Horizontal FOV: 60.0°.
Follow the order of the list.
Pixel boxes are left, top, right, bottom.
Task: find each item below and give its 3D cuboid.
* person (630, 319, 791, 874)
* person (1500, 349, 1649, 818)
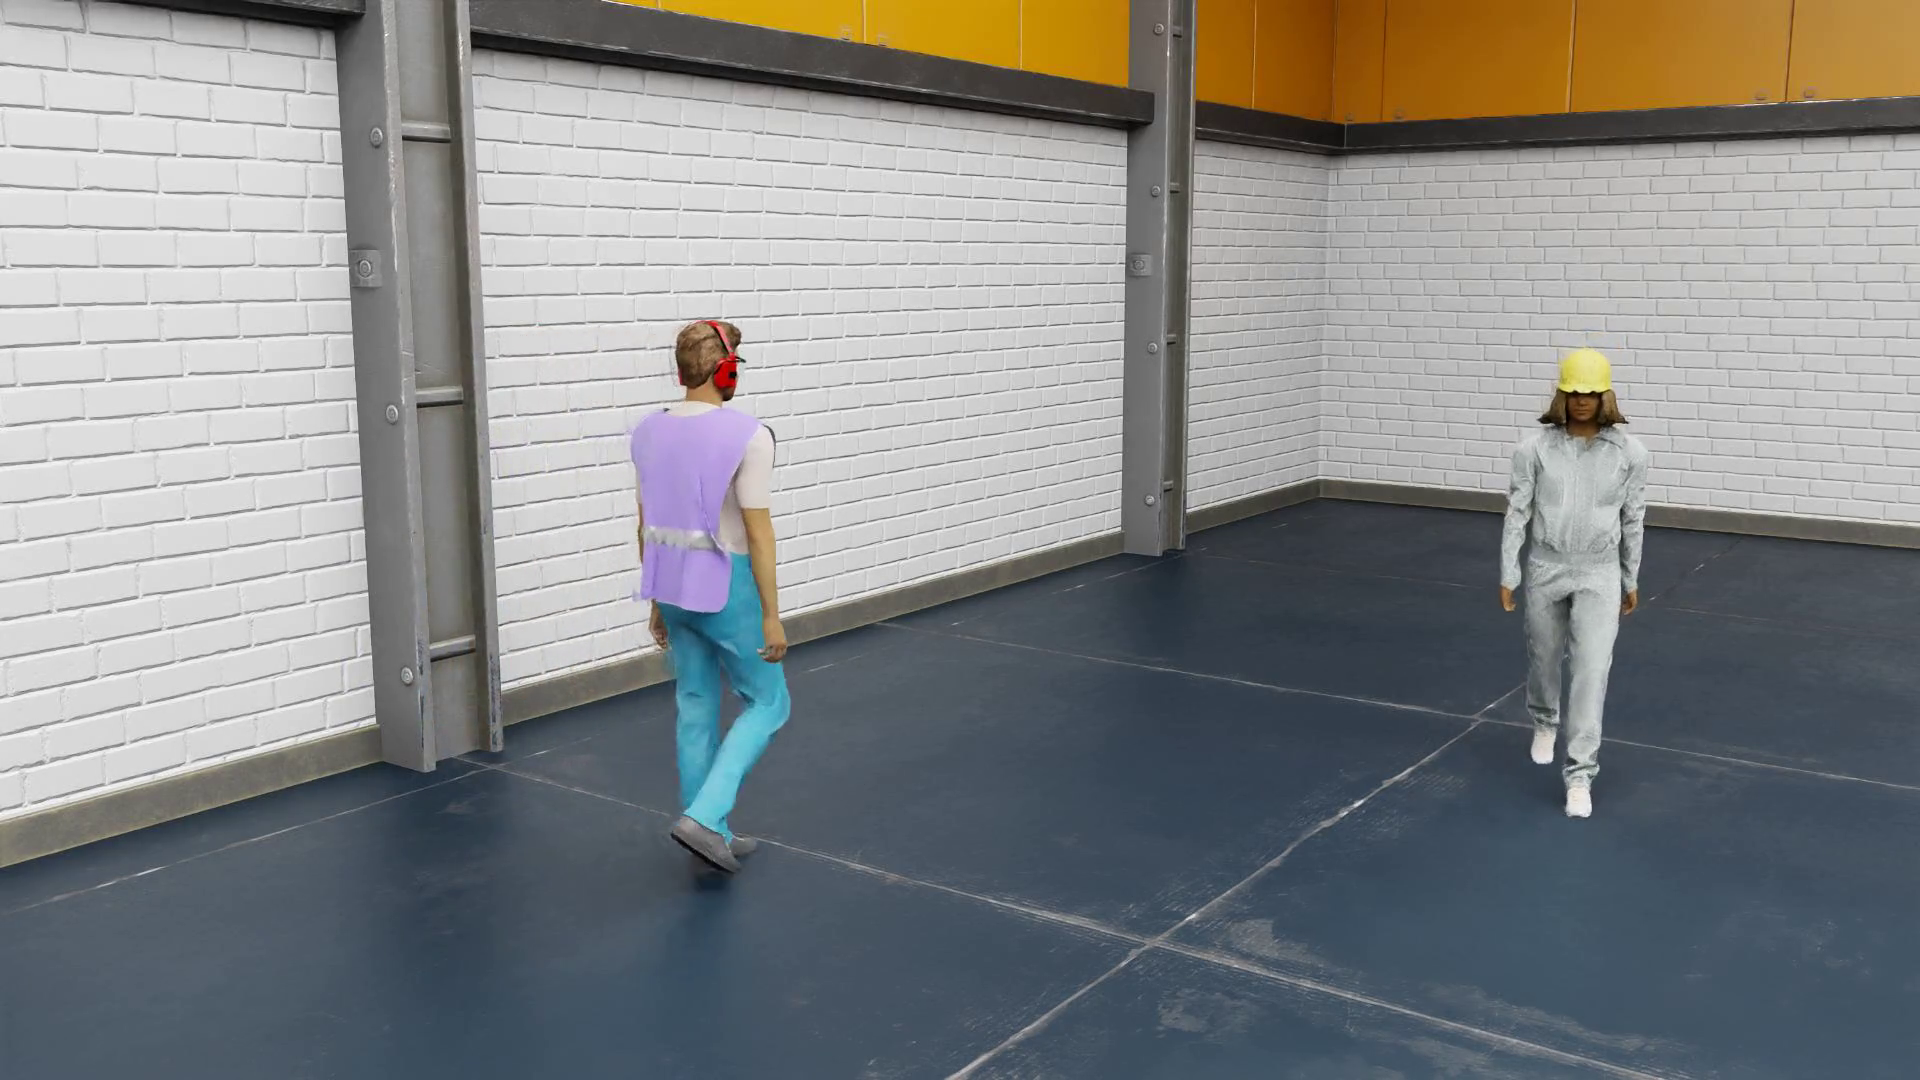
[{"bbox_3d":[-0.807,0.206,5.410,0.589,1.835,0.436,6,11,32],"label":"person"},{"bbox_3d":[2.340,0.113,6.374,0.499,1.701,0.896,3,10,20],"label":"person"}]
